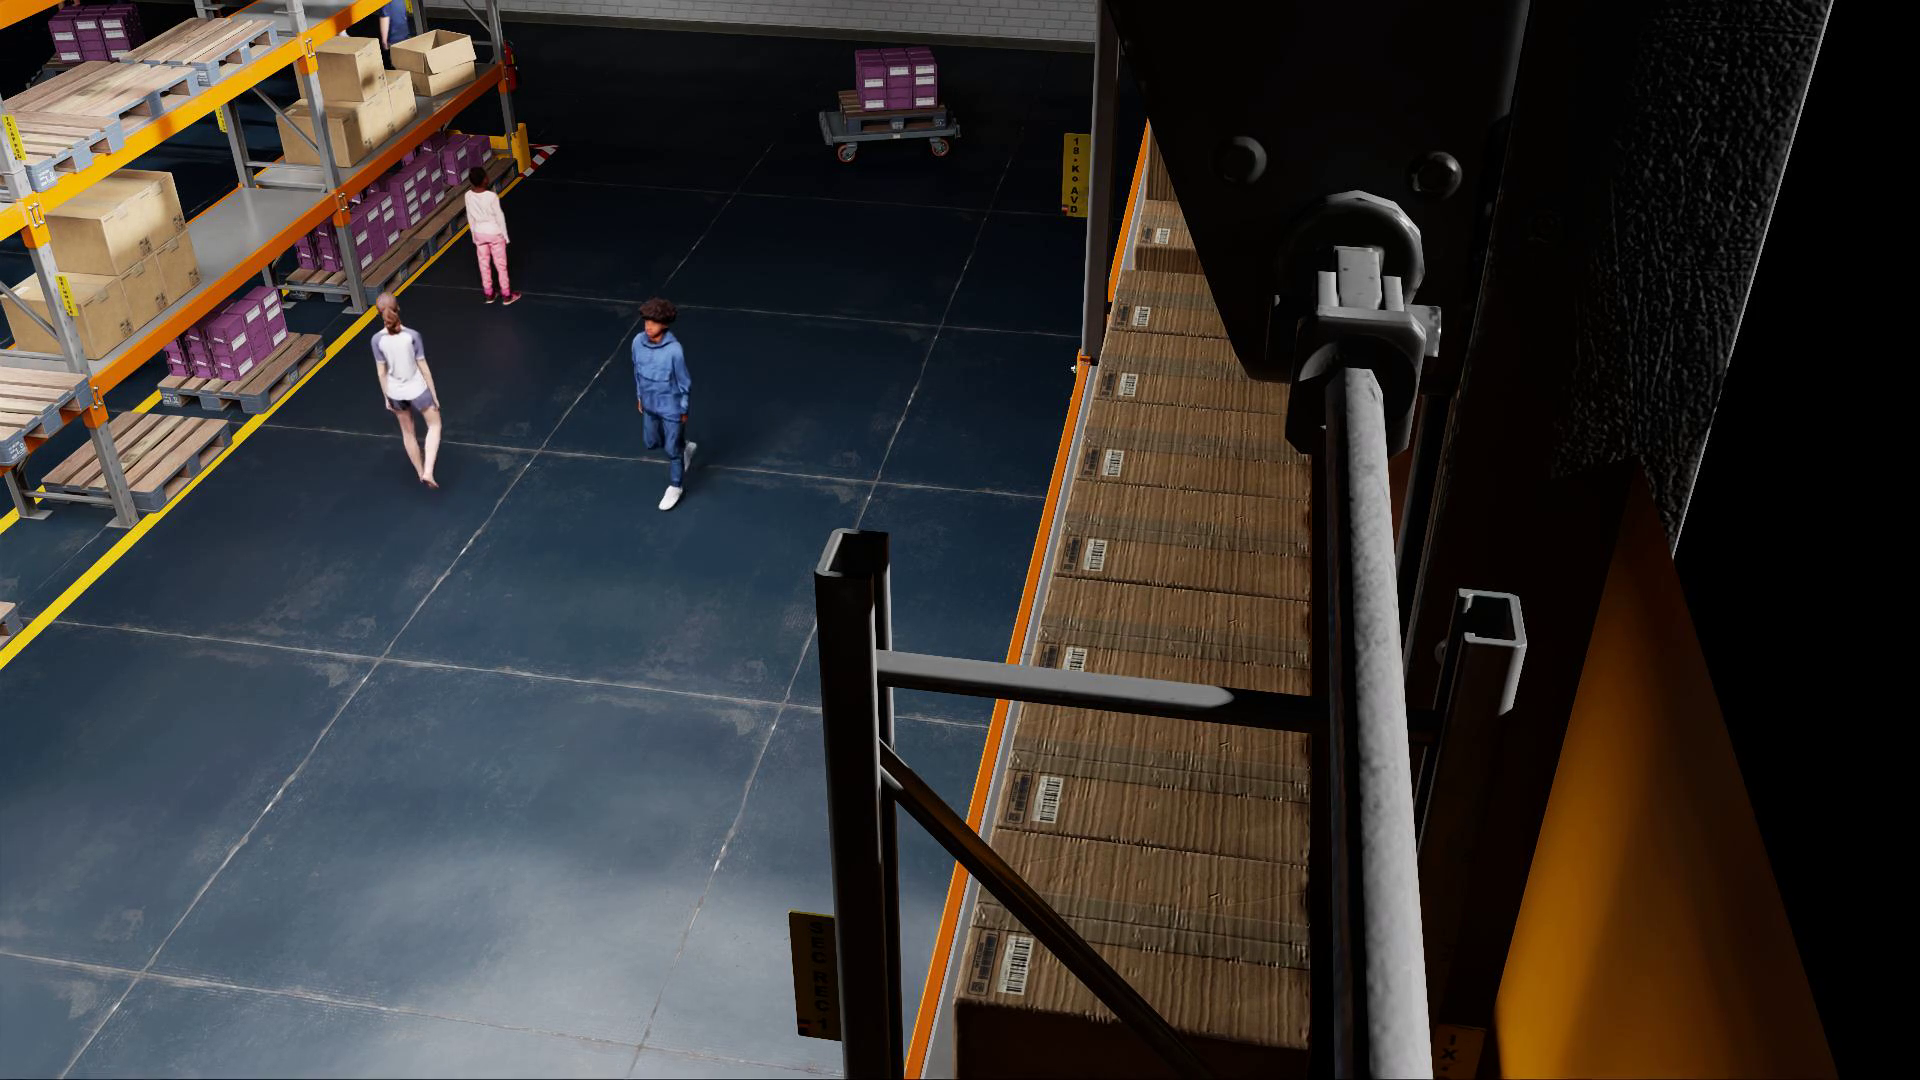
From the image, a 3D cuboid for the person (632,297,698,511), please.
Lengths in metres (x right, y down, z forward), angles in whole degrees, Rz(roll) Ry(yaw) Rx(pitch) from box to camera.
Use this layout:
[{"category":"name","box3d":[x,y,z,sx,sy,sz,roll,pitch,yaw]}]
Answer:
[{"category":"person","box3d":[-2.345,-1.155,13.420,0.846,1.798,0.984,17,37,24]}]

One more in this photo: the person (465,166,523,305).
[{"category":"person","box3d":[-4.705,-3.056,16.602,0.550,1.443,0.498,7,34,11]}]

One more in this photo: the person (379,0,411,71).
[{"category":"person","box3d":[-7.187,-6.422,21.278,0.744,1.871,0.547,10,35,15]}]

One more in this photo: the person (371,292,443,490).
[{"category":"person","box3d":[-4.464,-1.156,13.463,0.739,1.753,0.914,-5,34,-7]}]
